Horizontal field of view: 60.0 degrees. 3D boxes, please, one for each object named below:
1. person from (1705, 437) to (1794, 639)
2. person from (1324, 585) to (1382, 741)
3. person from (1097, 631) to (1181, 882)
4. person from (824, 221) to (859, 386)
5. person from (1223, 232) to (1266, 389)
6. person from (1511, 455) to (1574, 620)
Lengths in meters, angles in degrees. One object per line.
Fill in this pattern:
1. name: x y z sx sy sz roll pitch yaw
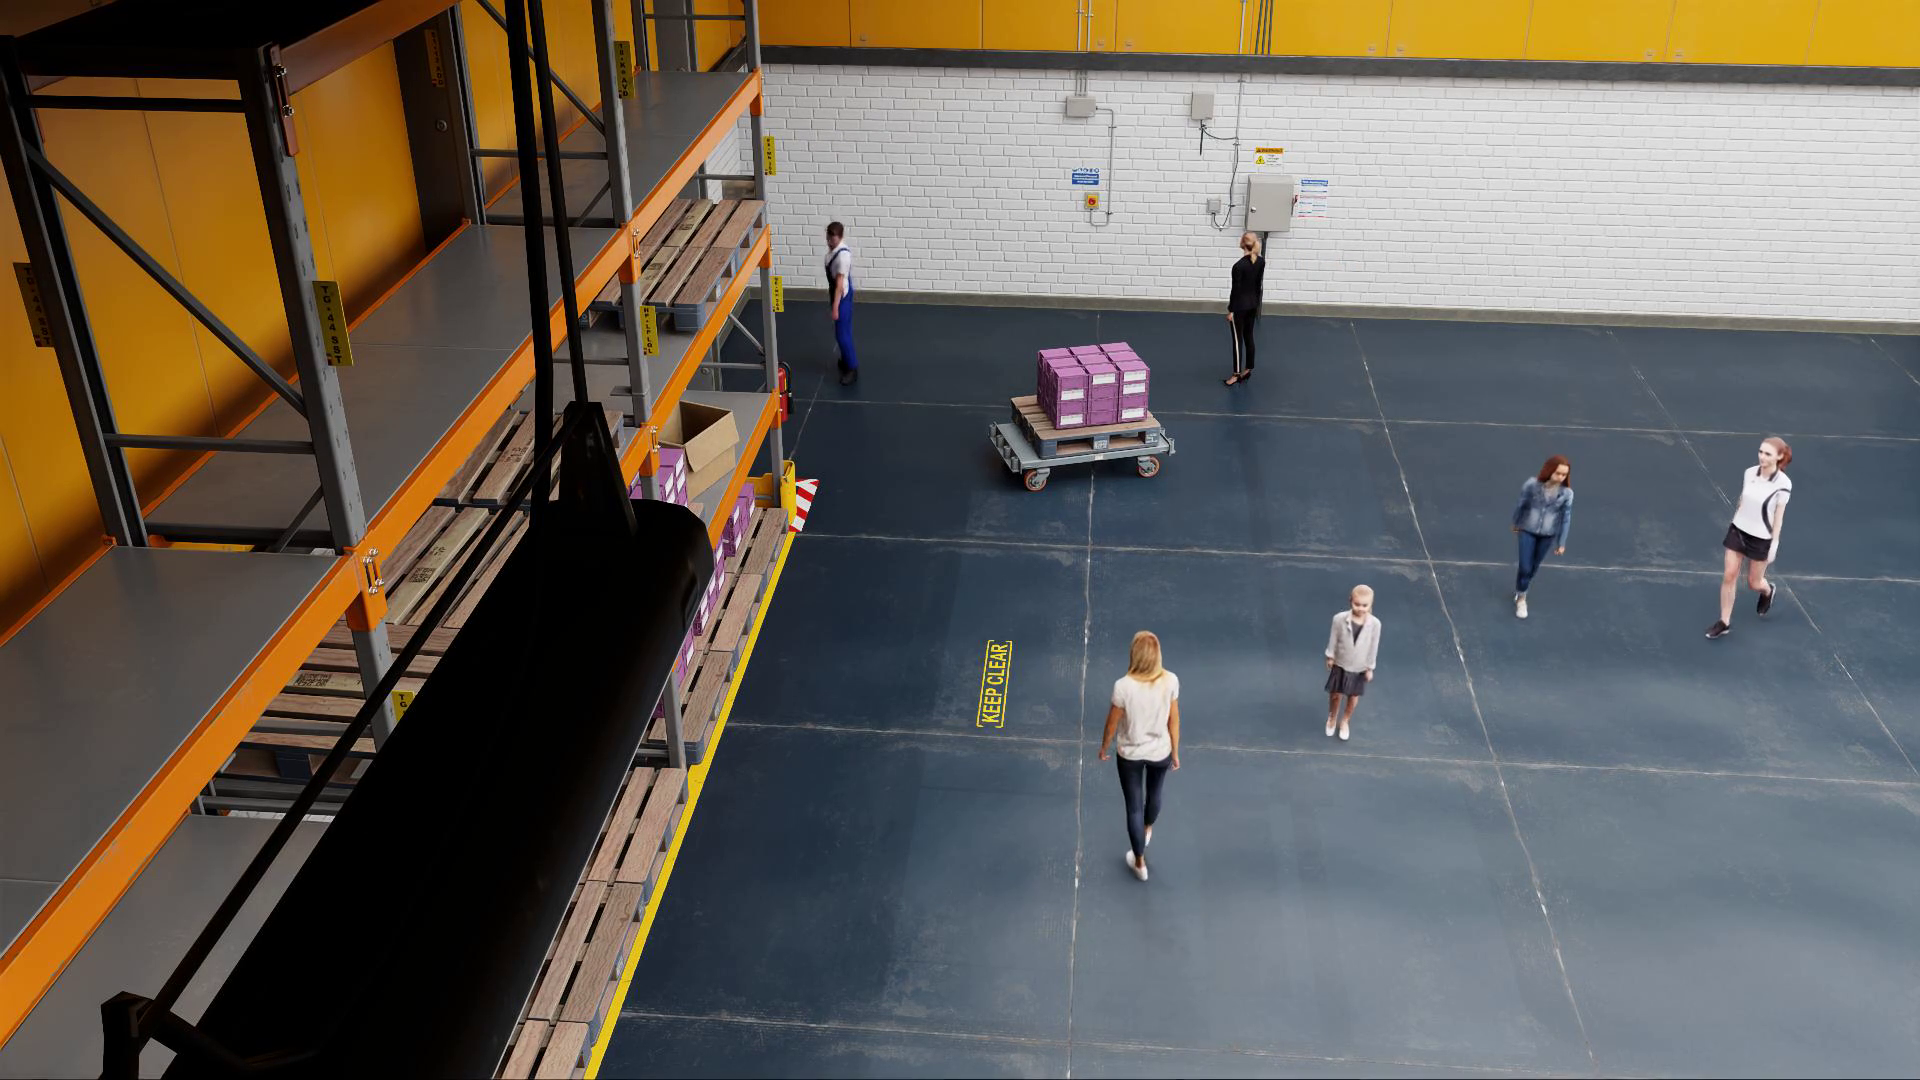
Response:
1. person: 6.369 -0.020 13.257 0.982 1.732 0.954 -19 34 -30
2. person: 2.854 0.859 12.133 0.553 1.267 0.587 7 29 13
3. person: 1.192 1.415 10.561 0.775 1.796 0.912 -5 29 -9
4. person: -1.269 -2.623 17.946 0.957 1.813 0.623 2 29 3
5. person: 3.035 -2.460 17.758 0.698 1.707 0.749 -20 34 -32
6. person: 4.735 -0.095 13.694 0.649 1.447 0.791 10 30 18
